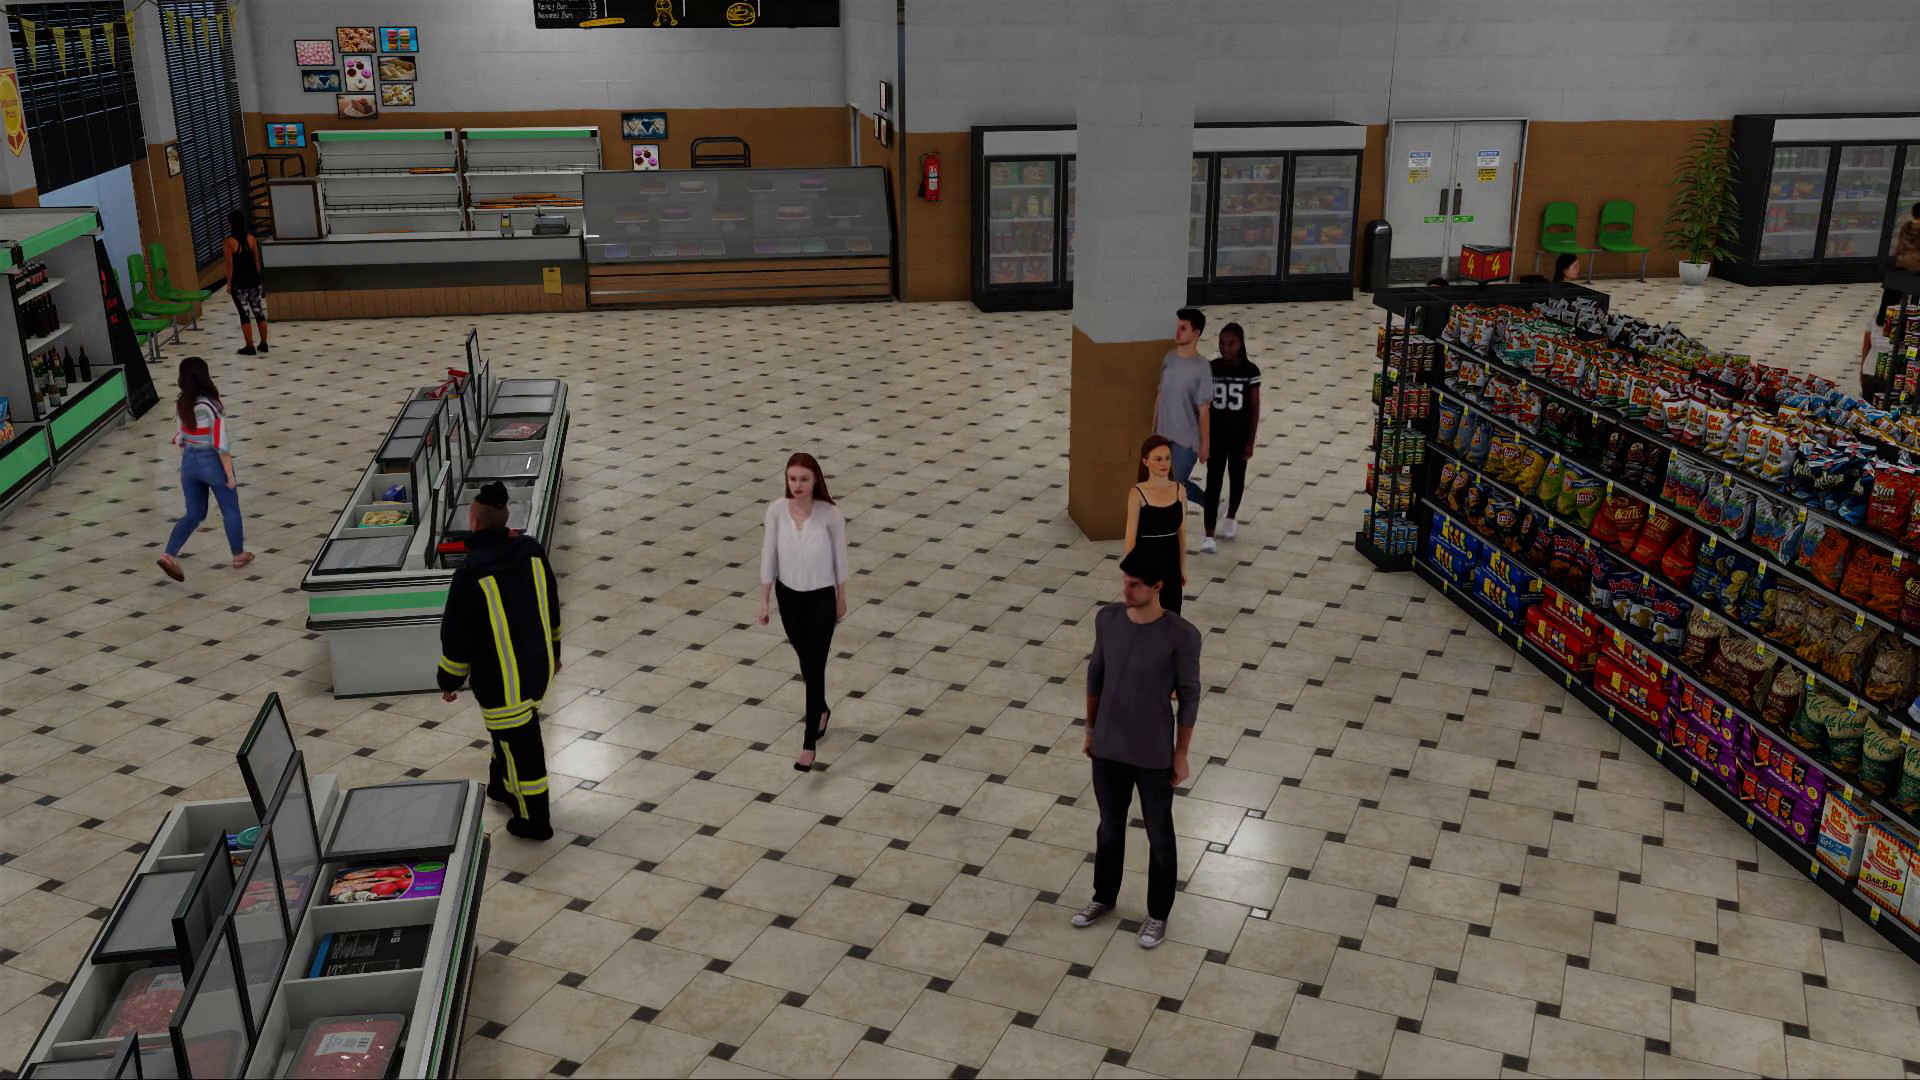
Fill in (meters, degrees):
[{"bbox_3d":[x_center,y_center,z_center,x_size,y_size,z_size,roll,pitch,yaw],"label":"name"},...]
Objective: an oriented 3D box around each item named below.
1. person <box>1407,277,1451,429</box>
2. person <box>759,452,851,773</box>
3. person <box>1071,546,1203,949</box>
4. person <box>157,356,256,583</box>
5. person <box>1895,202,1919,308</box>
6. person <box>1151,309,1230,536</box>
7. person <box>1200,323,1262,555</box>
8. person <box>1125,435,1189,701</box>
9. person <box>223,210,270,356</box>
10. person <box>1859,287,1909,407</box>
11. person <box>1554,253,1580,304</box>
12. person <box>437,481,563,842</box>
[{"bbox_3d":[4.027,-1.360,14.169,0.988,1.758,0.997,16,24,39],"label":"person"},{"bbox_3d":[-0.822,0.347,9.166,0.904,1.720,1.158,5,19,14],"label":"person"},{"bbox_3d":[0.786,0.890,7.353,0.734,1.850,0.782,12,22,31],"label":"person"},{"bbox_3d":[-5.432,-0.472,11.811,0.917,1.583,1.116,6,20,18],"label":"person"},{"bbox_3d":[12.054,-3.542,21.143,0.847,1.438,0.818,-16,25,-40],"label":"person"},{"bbox_3d":[1.705,-0.775,12.270,0.974,1.863,1.136,-11,22,-30],"label":"person"},{"bbox_3d":[2.046,-0.764,12.524,0.964,1.681,1.262,5,19,15],"label":"person"},{"bbox_3d":[1.147,0.170,9.841,0.621,1.625,0.640,-8,20,-23],"label":"person"},{"bbox_3d":[-8.201,-2.964,19.082,0.710,1.658,0.647,12,22,32],"label":"person"},{"bbox_3d":[8.066,-1.435,14.588,0.750,1.633,0.647,-13,23,-33],"label":"person"},{"bbox_3d":[5.416,-1.771,15.395,0.925,1.754,0.874,10,21,28],"label":"person"},{"bbox_3d":[-2.156,0.623,8.155,1.087,1.842,1.028,12,22,31],"label":"person"}]
